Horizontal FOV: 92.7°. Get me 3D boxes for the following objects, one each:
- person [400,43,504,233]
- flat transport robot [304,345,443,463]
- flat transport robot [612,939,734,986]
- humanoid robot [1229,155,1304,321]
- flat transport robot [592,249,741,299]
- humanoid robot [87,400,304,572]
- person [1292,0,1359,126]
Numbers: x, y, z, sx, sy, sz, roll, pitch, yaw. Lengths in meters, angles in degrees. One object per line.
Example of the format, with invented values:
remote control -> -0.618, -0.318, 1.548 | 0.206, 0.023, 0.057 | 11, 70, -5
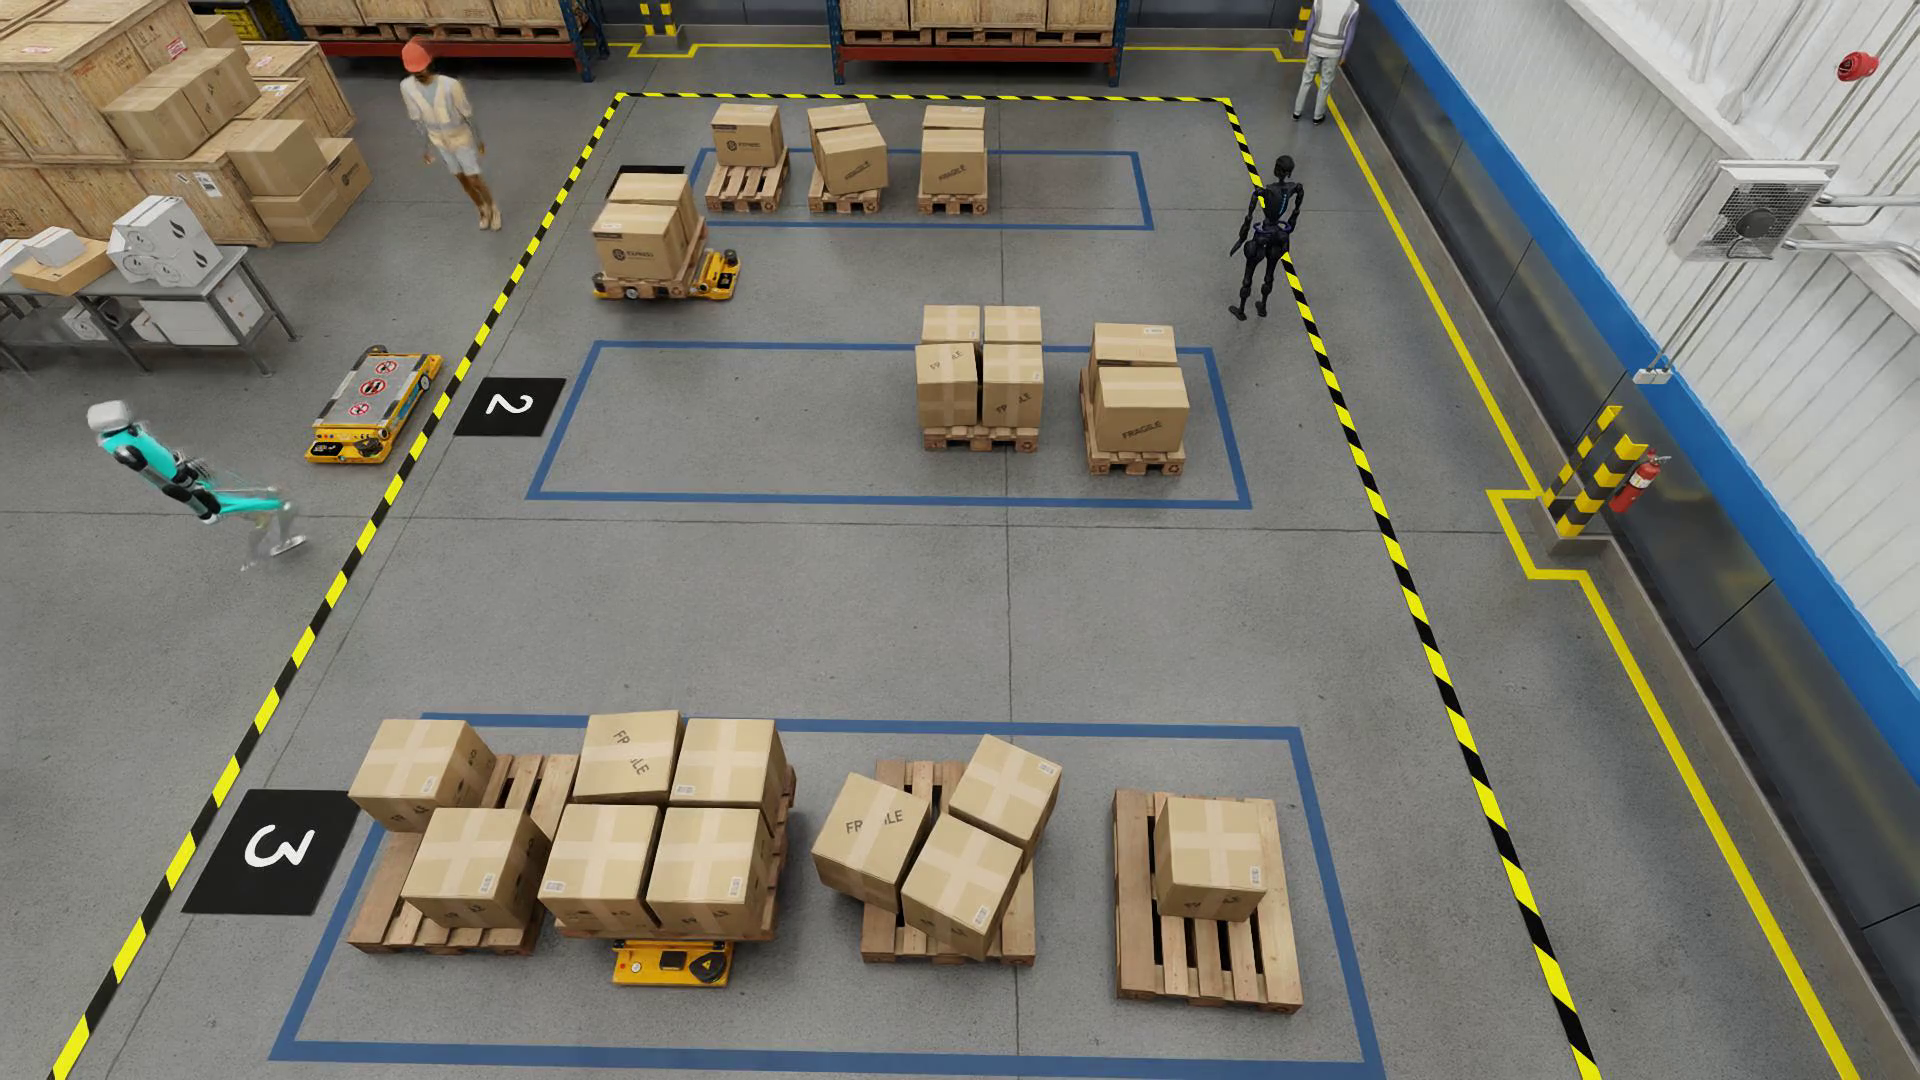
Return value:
person -> -5.452, -4.239, 9.810 | 0.607, 2.024, 0.547 | -1, 50, -1
flat transport robot -> -5.383, -1.269, 8.441 | 0.659, 0.231, 1.431 | 1, 50, 1
flat transport robot -> -1.659, 1.971, 5.681 | 0.652, 0.197, 1.431 | 1, 50, 1
humanoid robot -> 2.965, -2.917, 8.904 | 0.599, 1.655, 0.315 | -8, 50, -7
flat transport robot -> -3.114, -2.846, 9.757 | 1.431, 0.197, 0.652 | 1, 50, 1
humanoid robot -> -5.437, -0.397, 6.749 | 0.858, 1.782, 0.548 | -33, 57, -25
person -> 4.634, -6.219, 11.612 | 0.587, 1.821, 0.404 | 24, 54, 19
